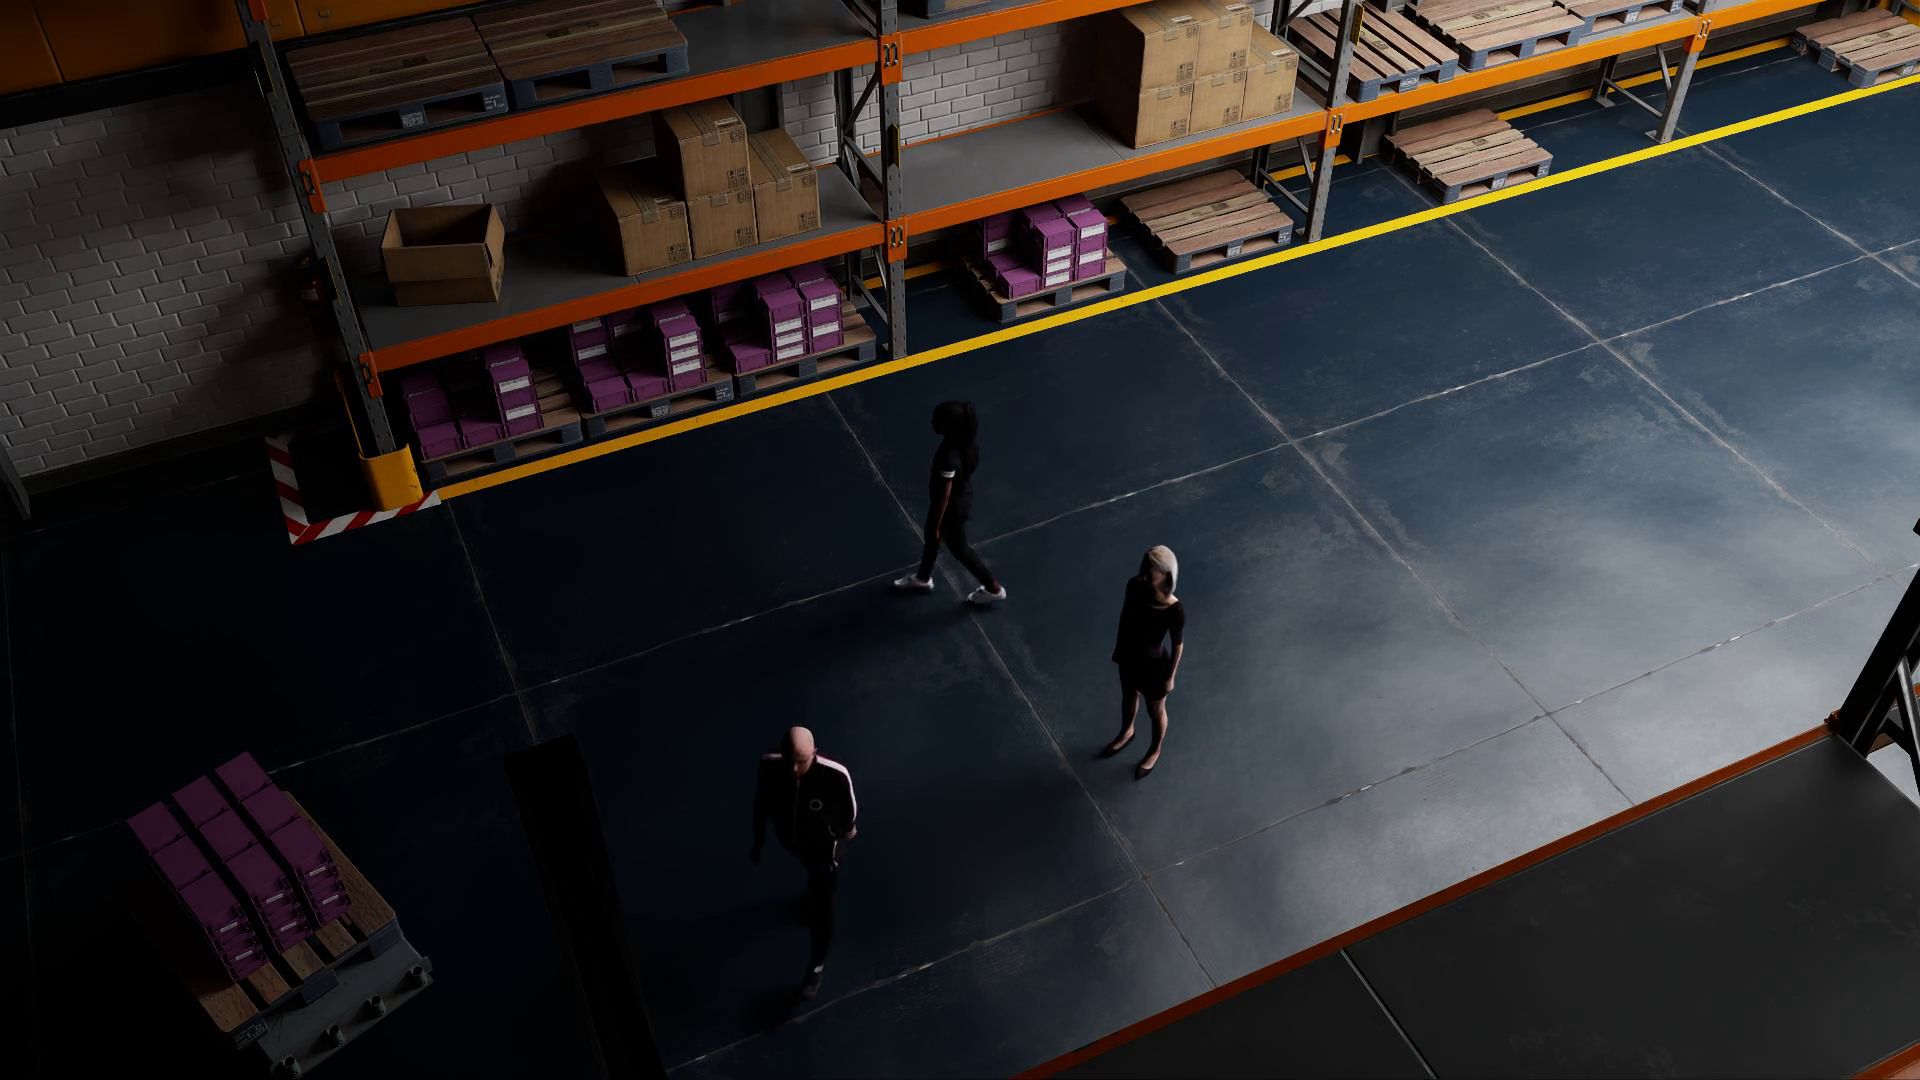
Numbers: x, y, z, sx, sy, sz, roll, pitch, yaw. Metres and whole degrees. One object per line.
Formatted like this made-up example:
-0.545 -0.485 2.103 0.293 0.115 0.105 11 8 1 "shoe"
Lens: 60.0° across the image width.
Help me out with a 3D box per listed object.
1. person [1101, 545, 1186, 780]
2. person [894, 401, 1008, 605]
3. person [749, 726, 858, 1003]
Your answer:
1.109 0.720 9.861 0.619 1.830 0.652 -34 53 -31 "person"
0.021 -0.199 10.913 1.128 1.709 0.959 5 44 5 "person"
-0.787 1.513 9.054 1.133 1.794 1.168 13 45 13 "person"
